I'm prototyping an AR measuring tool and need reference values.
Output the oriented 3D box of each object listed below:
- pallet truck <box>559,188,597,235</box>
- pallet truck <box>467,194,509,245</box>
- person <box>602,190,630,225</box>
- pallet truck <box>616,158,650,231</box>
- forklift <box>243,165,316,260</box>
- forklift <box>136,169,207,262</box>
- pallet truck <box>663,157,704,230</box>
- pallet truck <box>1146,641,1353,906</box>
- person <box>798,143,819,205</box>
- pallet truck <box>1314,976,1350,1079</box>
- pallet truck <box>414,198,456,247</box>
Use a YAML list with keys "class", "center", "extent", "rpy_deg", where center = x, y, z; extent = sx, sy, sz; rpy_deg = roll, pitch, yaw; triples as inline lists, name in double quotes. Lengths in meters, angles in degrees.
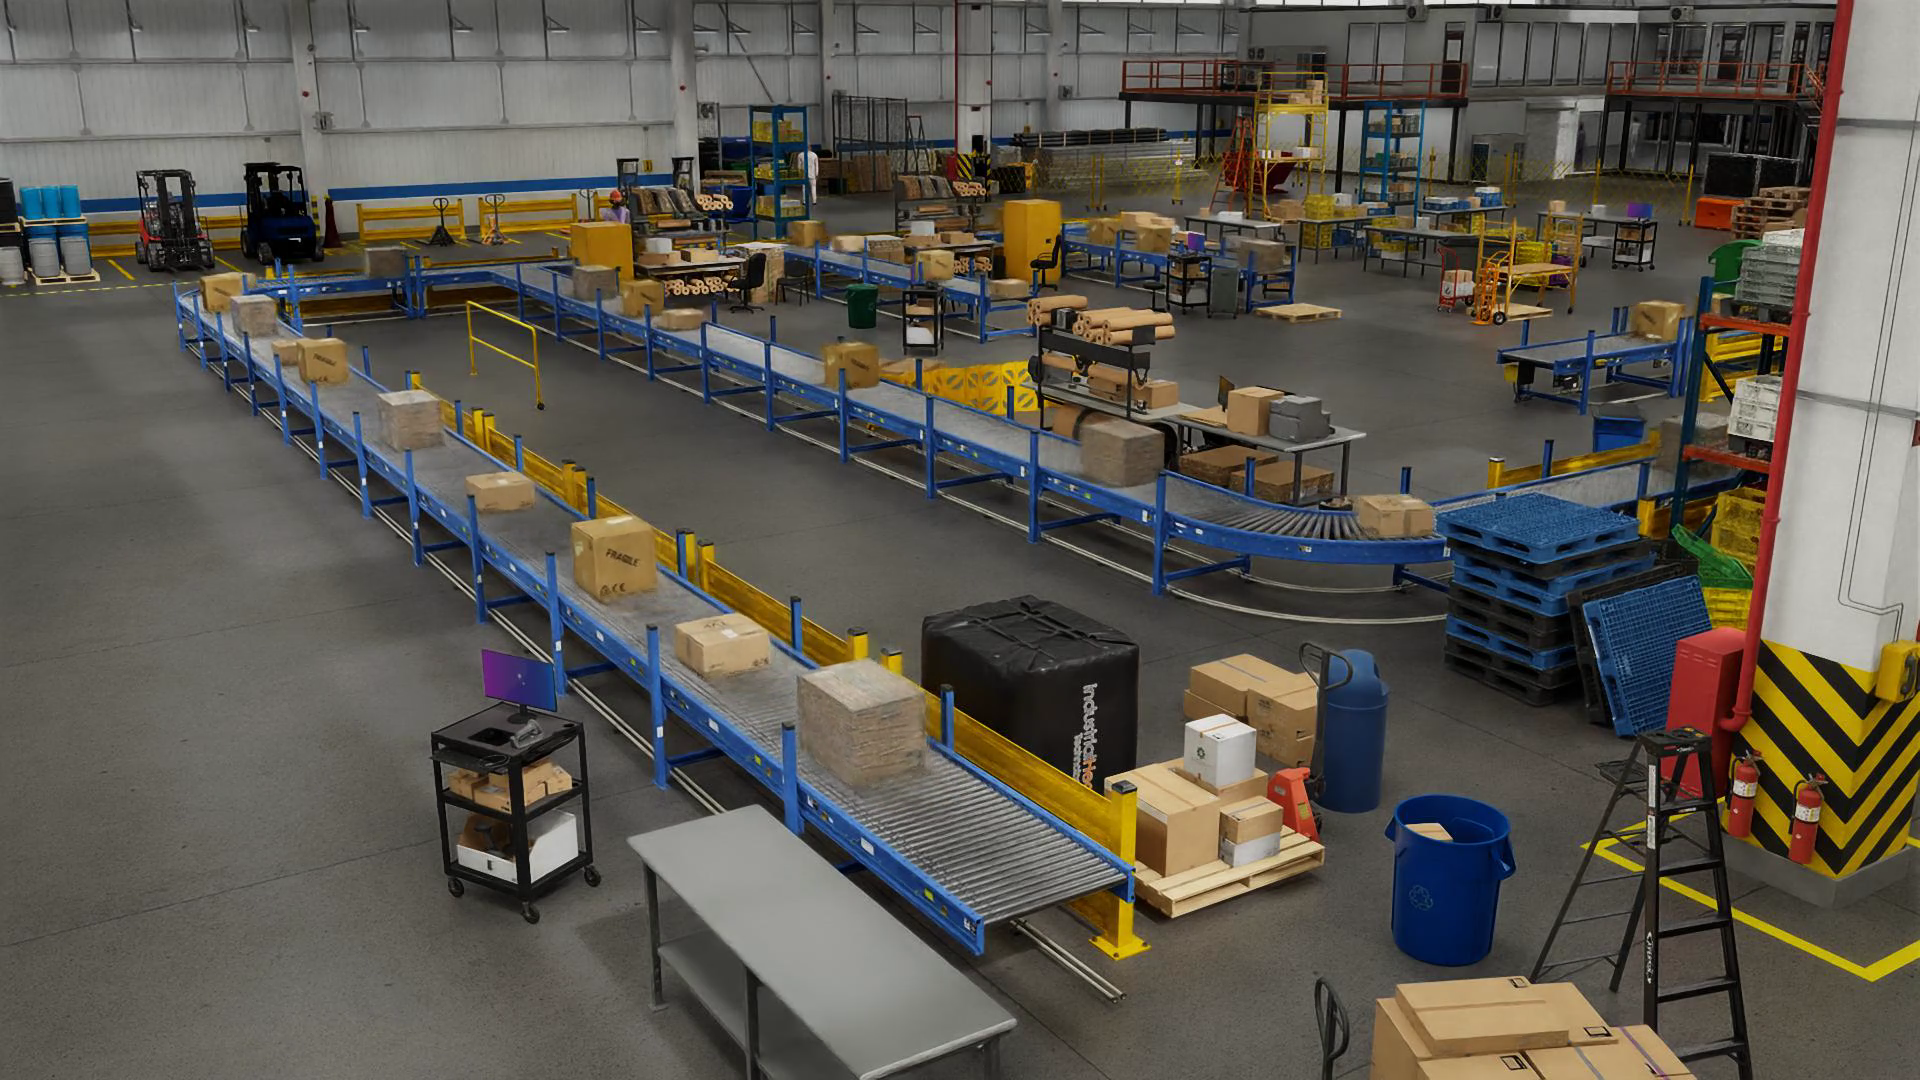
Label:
- class: "pallet truck"
  center: [-10.010, -8.652, 43.699]
  extent: [0.653, 1.274, 1.630]
  rpy_deg: [-10, 20, -31]
- class: "pallet truck"
  center: [-11.983, -8.177, 42.137]
  extent: [0.704, 1.261, 1.522]
  rpy_deg: [-11, 20, -33]
- class: "person"
  center: [-6.987, -6.122, 34.024]
  extent: [0.609, 2.036, 0.402]
  rpy_deg: [-12, 21, -35]
- class: "pallet truck"
  center: [-8.918, -9.176, 44.255]
  extent: [0.823, 1.965, 1.885]
  rpy_deg: [-9, 19, -27]
- class: "forklift"
  center: [-15.898, -7.669, 38.708]
  extent: [1.157, 1.987, 2.680]
  rpy_deg: [-11, 20, -33]
- class: "forklift"
  center: [-17.842, -7.318, 37.559]
  extent: [1.157, 1.987, 2.680]
  rpy_deg: [-10, 20, -31]
- class: "pallet truck"
  center: [-7.586, -9.308, 44.692]
  extent: [0.823, 1.965, 1.885]
  rpy_deg: [-11, 20, -33]
- class: "pallet truck"
  center: [1.664, 1.407, 10.232]
  extent: [1.630, 1.274, 0.653]
  rpy_deg: [-10, 20, -31]
- class: "person"
  center: [-4.723, -11.392, 51.782]
  extent: [0.643, 1.909, 0.410]
  rpy_deg: [-2, 17, -6]
- class: "pallet truck"
  center: [2.299, 2.390, 7.086]
  extent: [1.601, 1.201, 0.680]
  rpy_deg: [-2, 17, -7]
- class: "pallet truck"
  center: [-13.250, -8.060, 41.856]
  extent: [0.680, 1.201, 1.601]
  rpy_deg: [-10, 20, -31]
